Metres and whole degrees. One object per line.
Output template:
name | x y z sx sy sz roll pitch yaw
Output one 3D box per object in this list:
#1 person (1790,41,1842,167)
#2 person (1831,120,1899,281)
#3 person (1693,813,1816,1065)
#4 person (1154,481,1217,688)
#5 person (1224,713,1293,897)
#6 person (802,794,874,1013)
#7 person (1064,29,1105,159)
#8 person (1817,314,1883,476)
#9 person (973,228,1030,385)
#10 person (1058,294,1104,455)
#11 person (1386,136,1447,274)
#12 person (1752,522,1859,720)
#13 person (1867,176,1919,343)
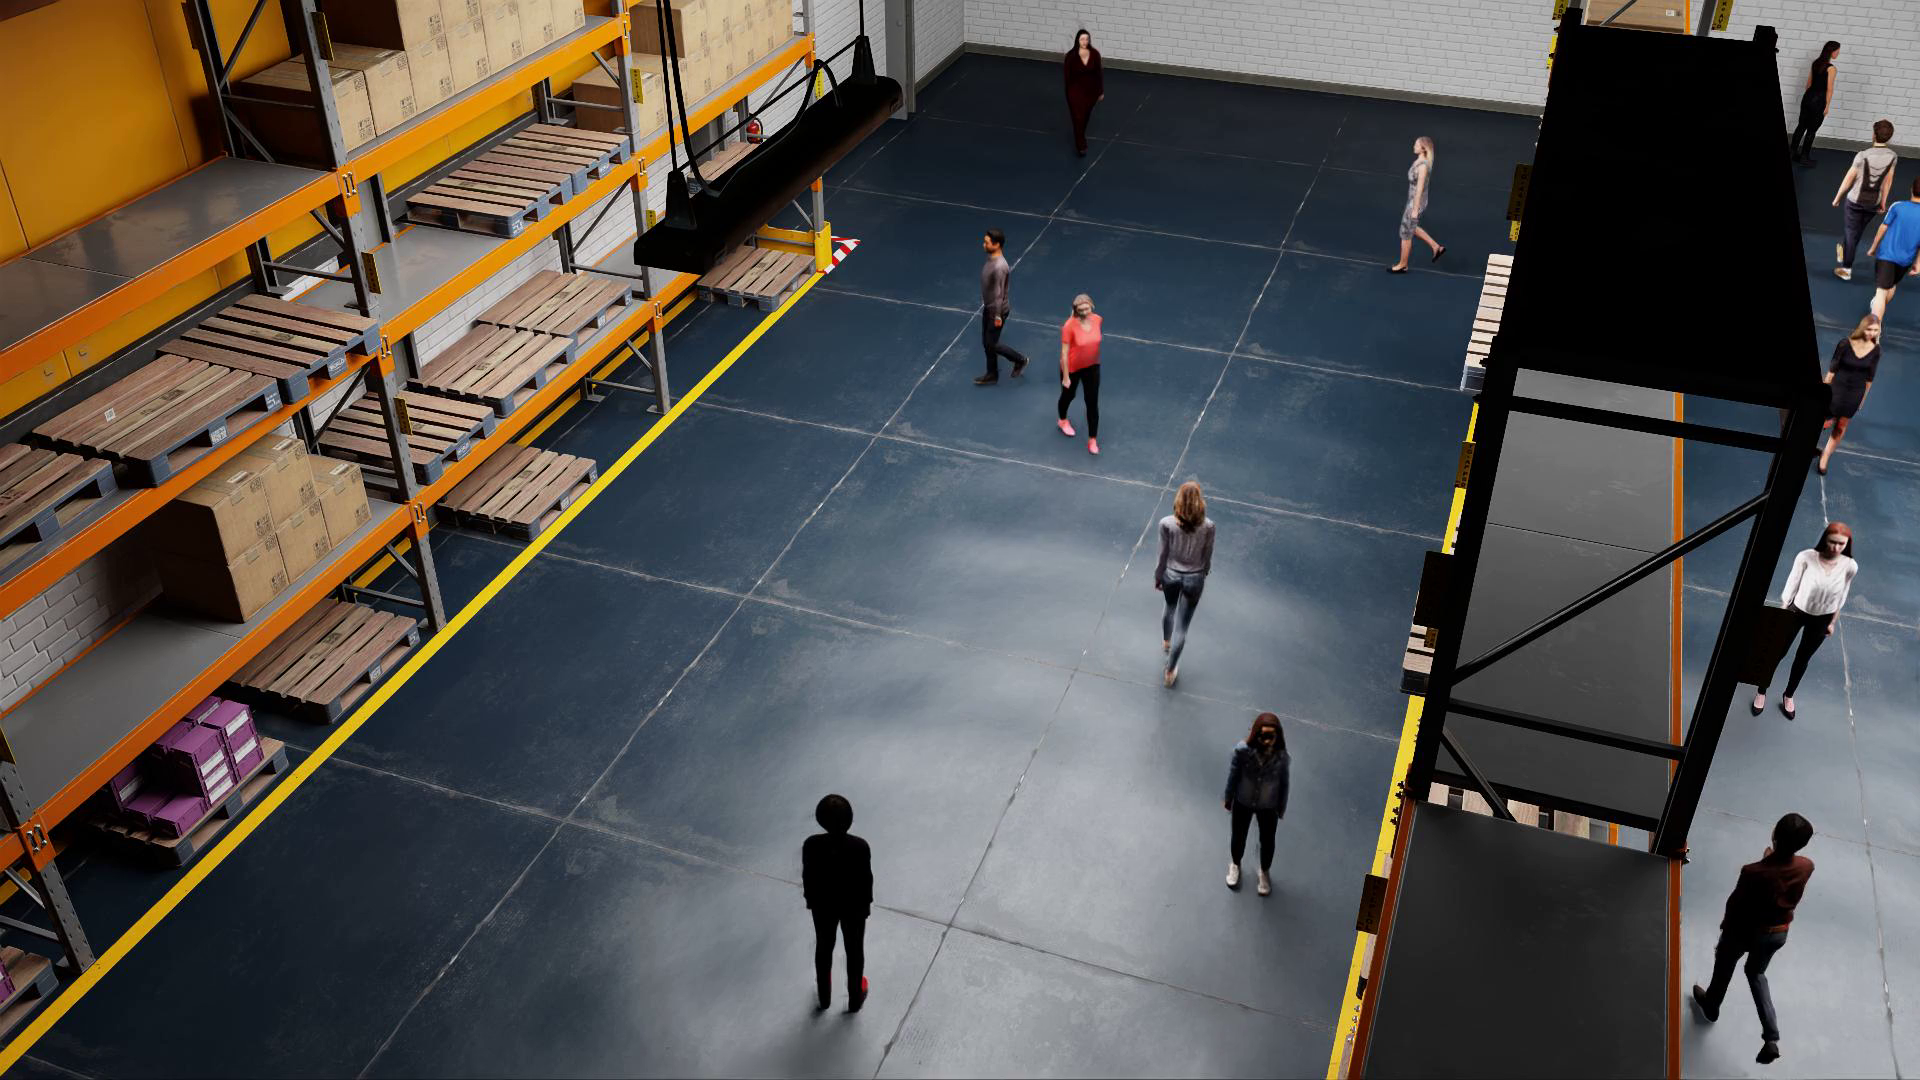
person | 11.692 -5.976 22.747 0.749 1.687 0.671 -10 35 -14
person | 10.643 -3.955 19.544 0.850 1.867 1.082 3 34 5
person | 4.866 2.433 10.036 0.928 1.753 1.120 -5 34 -7
person | 1.752 0.386 13.097 0.637 1.774 0.938 8 35 12
person | 2.007 1.760 11.302 0.587 1.473 0.525 8 34 12
person | -0.752 2.270 10.357 0.651 1.670 0.627 3 34 4
person | 1.681 -6.235 23.120 1.026 1.705 1.182 -7 34 -11
person | 8.444 -1.431 15.929 0.592 1.665 0.706 8 34 12
person | 0.450 -2.401 17.309 0.950 1.753 0.913 -18 37 -25
person | 1.152 -1.708 16.363 1.004 1.647 1.111 -15 36 -21
person | 5.497 -3.947 19.694 0.726 1.688 0.865 6 34 8
person | 6.505 0.609 12.777 0.600 1.758 0.517 8 35 12
person | 10.258 -3.053 18.228 0.733 1.822 1.250 8 34 12
